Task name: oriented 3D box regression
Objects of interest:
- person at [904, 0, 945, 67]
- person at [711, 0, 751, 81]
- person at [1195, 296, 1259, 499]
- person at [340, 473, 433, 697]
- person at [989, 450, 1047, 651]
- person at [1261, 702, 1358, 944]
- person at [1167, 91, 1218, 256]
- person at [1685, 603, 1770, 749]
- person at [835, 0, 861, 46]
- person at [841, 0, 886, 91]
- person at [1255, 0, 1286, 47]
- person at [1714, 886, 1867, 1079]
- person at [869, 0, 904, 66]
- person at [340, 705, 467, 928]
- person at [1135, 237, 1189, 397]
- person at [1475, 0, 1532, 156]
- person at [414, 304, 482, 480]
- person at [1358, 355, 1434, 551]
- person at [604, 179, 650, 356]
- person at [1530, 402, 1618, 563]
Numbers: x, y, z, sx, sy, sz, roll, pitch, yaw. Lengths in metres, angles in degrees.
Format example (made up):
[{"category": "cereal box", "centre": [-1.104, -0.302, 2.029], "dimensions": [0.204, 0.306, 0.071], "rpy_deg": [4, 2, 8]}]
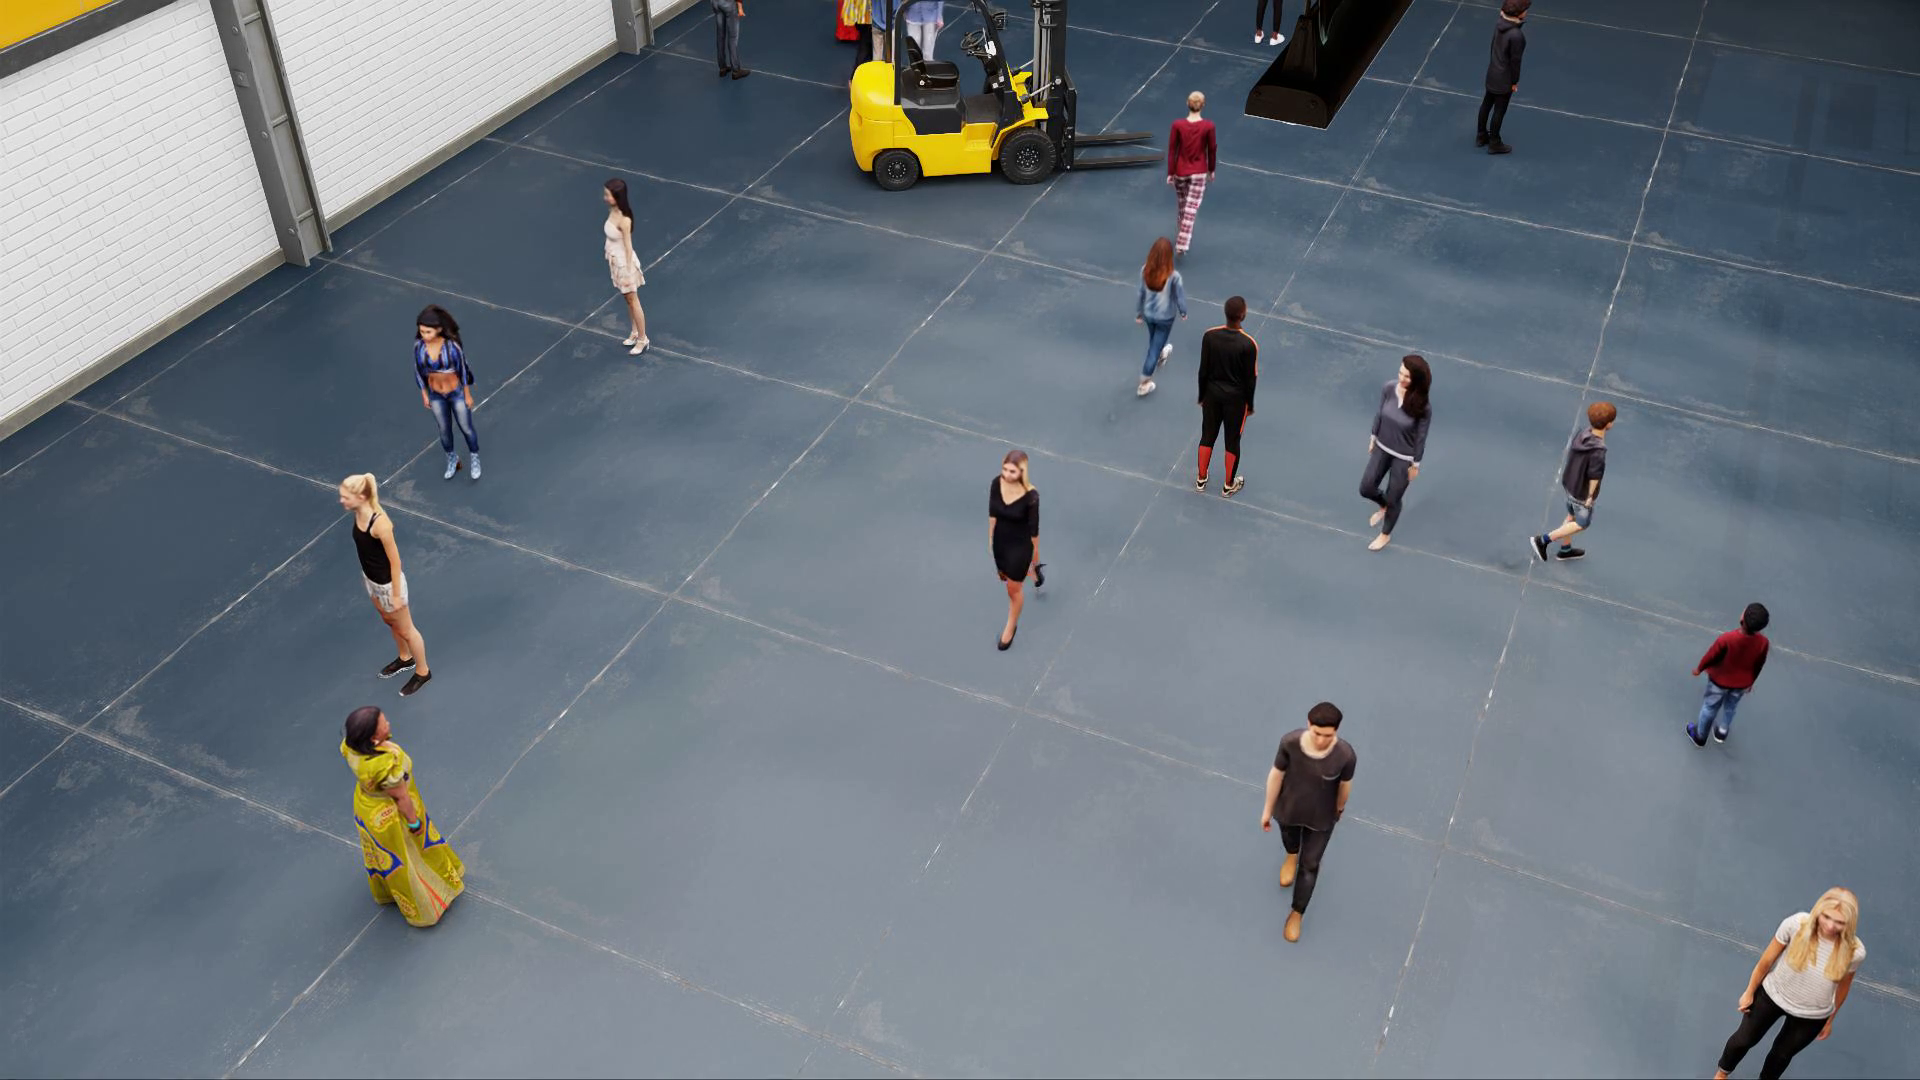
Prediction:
[{"category": "person", "centre": [-0.432, -6.221, 19.687], "dimensions": [0.766, 1.875, 0.782], "rpy_deg": [1, 39, 1]}, {"category": "person", "centre": [-2.836, -6.458, 20.063], "dimensions": [0.678, 1.777, 0.570], "rpy_deg": [23, 44, 26]}, {"category": "person", "centre": [2.139, -1.155, 13.397], "dimensions": [0.619, 1.809, 0.517], "rpy_deg": [17, 42, 20]}, {"category": "person", "centre": [-4.002, 0.270, 11.584], "dimensions": [0.644, 1.845, 0.674], "rpy_deg": [-31, 48, -33]}, {"category": "person", "centre": [0.437, 0.005, 12.065], "dimensions": [0.669, 1.658, 0.994], "rpy_deg": [23, 44, 26]}, {"category": "person", "centre": [2.111, 1.557, 10.108], "dimensions": [0.618, 1.676, 1.016], "rpy_deg": [16, 41, 19]}, {"category": "person", "centre": [2.305, -3.640, 16.628], "dimensions": [0.762, 1.660, 1.126], "rpy_deg": [9, 39, 11]}, {"category": "person", "centre": [5.197, 0.950, 11.209], "dimensions": [0.598, 1.250, 0.633], "rpy_deg": [0, 39, 0]}, {"category": "person", "centre": [-1.380, -7.131, 20.903], "dimensions": [0.644, 1.790, 0.616], "rpy_deg": [12, 40, 15]}, {"category": "person", "centre": [-1.175, -6.171, 19.859], "dimensions": [0.828, 1.583, 1.153], "rpy_deg": [24, 44, 27]}, {"category": "person", "centre": [3.945, -7.116, 20.926], "dimensions": [0.619, 1.728, 0.583], "rpy_deg": [20, 43, 23]}, {"category": "person", "centre": [4.418, 2.464, 8.853], "dimensions": [0.606, 1.825, 0.514], "rpy_deg": [16, 41, 19]}, {"category": "person", "centre": [-0.888, -6.037, 19.611], "dimensions": [0.644, 1.694, 0.605], "rpy_deg": [23, 44, 26]}, {"category": "person", "centre": [-3.436, 1.631, 10.037], "dimensions": [0.940, 1.660, 0.893], "rpy_deg": [29, 47, 31]}, {"category": "person", "centre": [1.720, -1.937, 14.669], "dimensions": [0.692, 1.445, 1.014], "rpy_deg": [24, 45, 27]}, {"category": "person", "centre": [6.015, -5.169, 18.445], "dimensions": [0.793, 1.781, 0.733], "rpy_deg": [-13, 40, -16]}, {"category": "person", "centre": [-4.184, -1.194, 13.598], "dimensions": [0.694, 1.619, 0.683], "rpy_deg": [1, 39, 1]}, {"category": "person", "centre": [3.435, -0.713, 12.886], "dimensions": [0.783, 1.757, 0.741], "rpy_deg": [-32, 48, -34]}, {"category": "person", "centre": [-3.036, -2.486, 15.120], "dimensions": [0.698, 1.738, 0.658], "rpy_deg": [-18, 42, -21]}, {"category": "person", "centre": [4.712, -0.418, 12.776], "dimensions": [0.796, 1.433, 0.779], "rpy_deg": [-3, 39, -4]}]
